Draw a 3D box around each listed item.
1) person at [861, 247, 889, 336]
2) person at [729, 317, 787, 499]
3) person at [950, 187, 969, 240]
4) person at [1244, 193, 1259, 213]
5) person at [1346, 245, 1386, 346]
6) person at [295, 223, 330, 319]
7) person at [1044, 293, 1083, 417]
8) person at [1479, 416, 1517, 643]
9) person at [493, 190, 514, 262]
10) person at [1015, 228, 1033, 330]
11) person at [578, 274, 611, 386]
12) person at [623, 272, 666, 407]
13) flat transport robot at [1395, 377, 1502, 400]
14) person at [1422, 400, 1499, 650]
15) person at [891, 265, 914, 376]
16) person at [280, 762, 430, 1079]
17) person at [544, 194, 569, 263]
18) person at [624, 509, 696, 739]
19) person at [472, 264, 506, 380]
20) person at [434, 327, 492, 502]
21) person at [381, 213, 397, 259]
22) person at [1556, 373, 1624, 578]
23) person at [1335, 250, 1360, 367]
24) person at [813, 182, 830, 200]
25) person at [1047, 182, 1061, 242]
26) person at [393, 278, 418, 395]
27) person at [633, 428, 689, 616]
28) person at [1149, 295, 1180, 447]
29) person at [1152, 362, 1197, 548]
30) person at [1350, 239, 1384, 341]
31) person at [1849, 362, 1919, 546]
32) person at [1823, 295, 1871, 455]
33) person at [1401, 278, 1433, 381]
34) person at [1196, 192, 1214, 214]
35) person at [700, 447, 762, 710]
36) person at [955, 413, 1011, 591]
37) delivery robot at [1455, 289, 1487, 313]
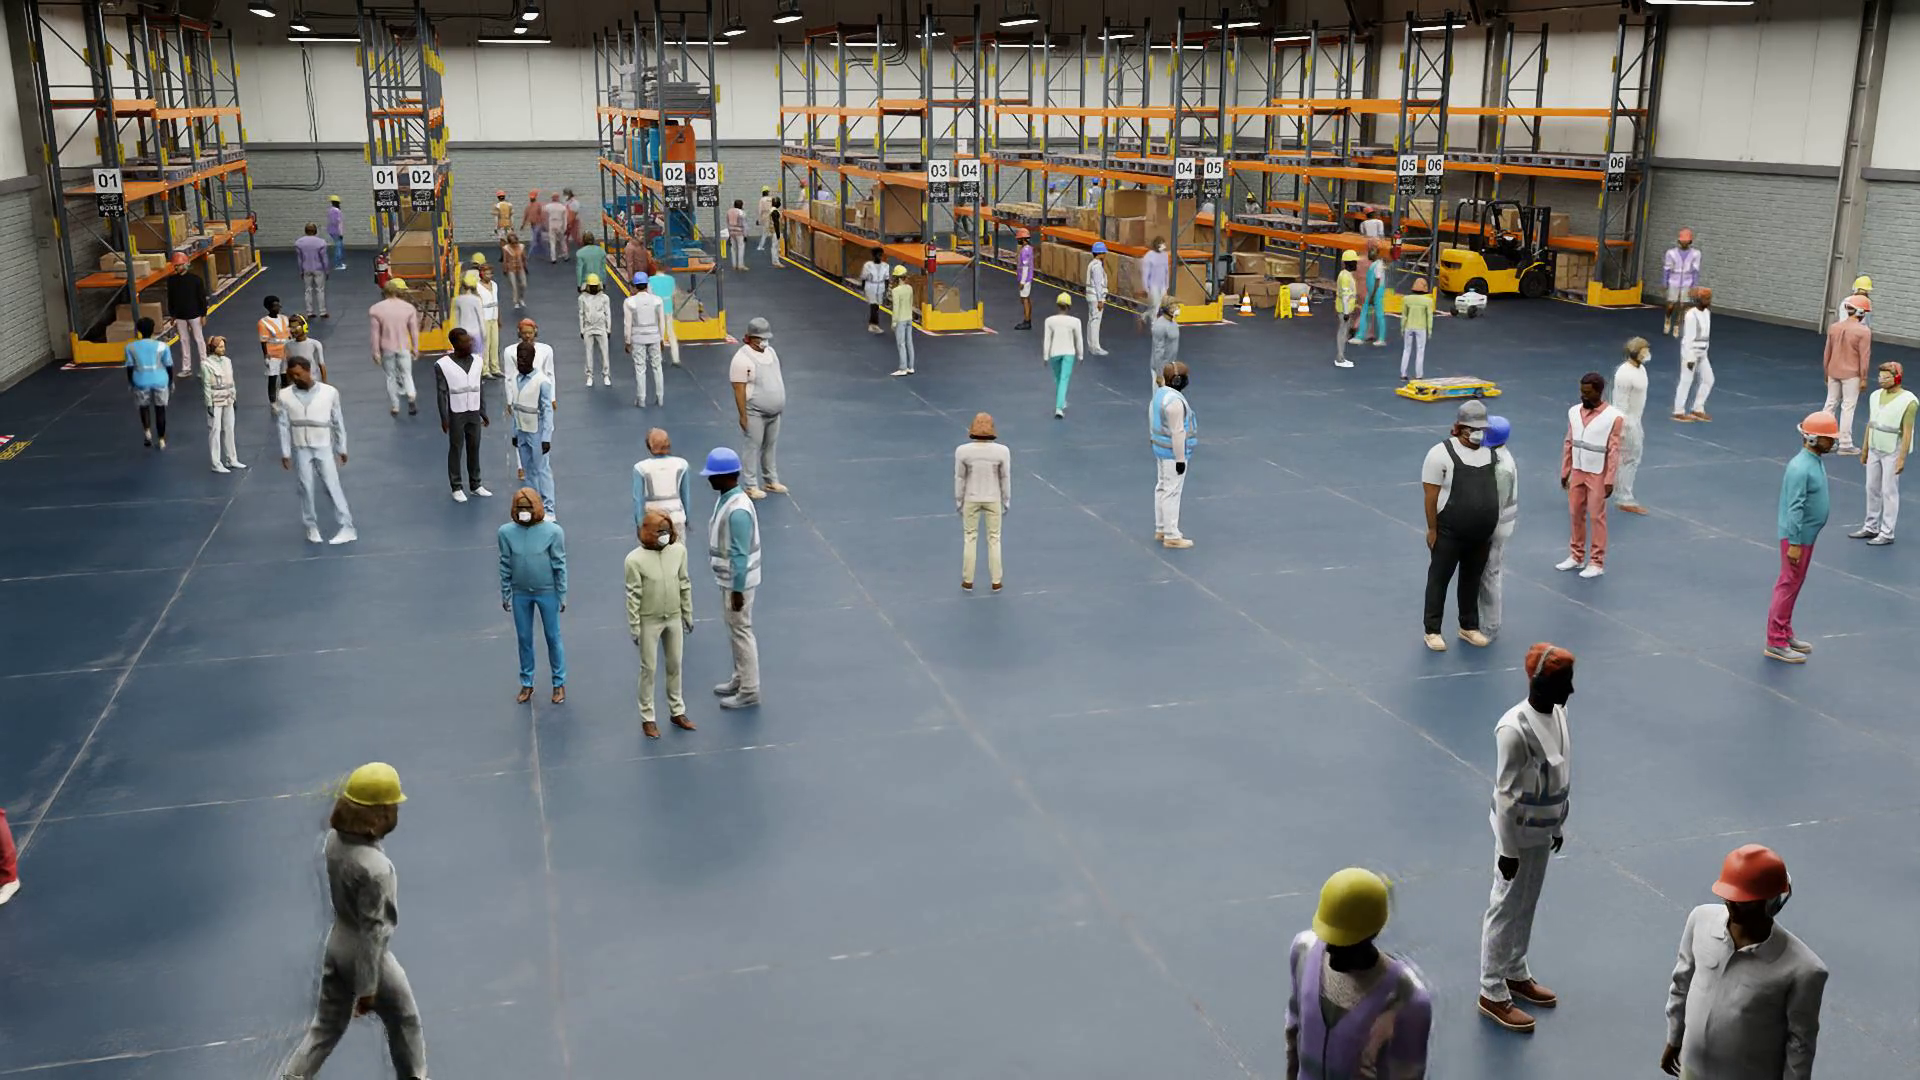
[{"bbox_3d":[-1.619,-4.713,31.409,0.536,1.656,0.815,-8,17,-27],"label":"person"},{"bbox_3d":[-2.205,-1.486,18.529,0.536,2.000,0.684,9,17,31],"label":"person"},{"bbox_3d":[-0.018,-10.299,52.200,0.586,1.774,0.946,12,19,38],"label":"person"},{"bbox_3d":[8.327,-9.071,47.641,0.487,1.744,0.314,14,20,42],"label":"person"},{"bbox_3d":[7.349,-4.379,29.889,0.823,1.791,0.498,-4,15,-14],"label":"person"},{"bbox_3d":[-13.040,-5.420,33.558,0.622,1.932,0.368,-1,15,-2],"label":"person"},{"bbox_3d":[1.443,-2.600,23.355,0.532,1.729,0.927,4,15,15],"label":"person"},{"bbox_3d":[4.356,-0.116,13.658,0.376,1.909,0.766,3,15,12],"label":"person"},{"bbox_3d":[-12.451,-8.564,45.381,0.543,1.928,0.373,-11,18,-35],"label":"person"},{"bbox_3d":[1.219,-5.021,32.029,0.365,1.935,0.553,3,15,11],"label":"person"},{"bbox_3d":[-5.651,-3.254,25.769,0.485,1.737,0.322,-3,15,-9],"label":"person"},{"bbox_3d":[-4.544,-2.886,23.982,0.605,1.943,0.402,-7,16,-24],"label":"person"},{"bbox_3d":[7.316,-2.277,24.896,1.431,0.197,0.652,-5,16,-19],"label":"flat transport robot"},{"bbox_3d":[4.079,-0.120,13.388,0.681,2.000,0.538,-4,15,-15],"label":"person"},{"bbox_3d":[-0.945,-3.521,26.714,0.331,1.768,0.527,9,17,31],"label":"person"},{"bbox_3d":[-2.585,1.766,6.962,0.866,1.694,0.515,-14,20,-42],"label":"person"},{"bbox_3d":[-10.935,-8.444,45.088,0.646,1.856,0.977,-1,15,-2],"label":"person"},{"bbox_3d":[-2.085,0.574,11.579,0.502,1.625,0.294,-13,20,-40],"label":"person"},{"bbox_3d":[-7.489,-3.450,26.329,0.410,1.831,0.567,6,16,20],"label":"person"},{"bbox_3d":[-5.507,-1.399,18.431,0.379,1.920,0.596,12,19,37],"label":"person"},{"bbox_3d":[-15.835,-8.717,46.119,0.430,1.845,0.619,-9,18,-31],"label":"person"},{"bbox_3d":[5.886,-0.620,15.532,0.398,1.907,0.600,-8,17,-28],"label":"person"},{"bbox_3d":[6.413,-3.841,27.603,0.361,1.930,0.587,3,15,12],"label":"person"},{"bbox_3d":[-4.254,-10.142,51.394,0.629,1.890,0.603,-7,16,-25],"label":"person"},{"bbox_3d":[2.704,-9.778,49.955,0.634,1.918,0.740,8,17,29],"label":"person"},{"bbox_3d":[-8.421,-3.069,25.055,0.320,1.742,0.492,-10,18,-34],"label":"person"},{"bbox_3d":[-2.567,-0.153,14.334,0.525,1.613,0.560,-7,16,-24],"label":"person"},{"bbox_3d":[2.623,-2.158,21.253,0.379,1.940,0.629,7,16,23],"label":"person"},{"bbox_3d":[2.127,-0.852,16.523,0.429,1.847,0.627,-2,15,-8],"label":"person"},{"bbox_3d":[7.410,-4.540,30.340,0.740,1.883,0.637,-9,17,-31],"label":"person"},{"bbox_3d":[9.248,-0.866,16.604,0.400,1.832,0.574,-3,15,-12],"label":"person"},{"bbox_3d":[11.102,-2.065,20.816,0.399,1.984,0.610,-6,16,-21],"label":"person"},{"bbox_3d":[7.172,-3.292,26.125,0.509,1.626,0.285,10,18,34],"label":"person"},{"bbox_3d":[7.029,-9.144,47.926,0.586,1.730,0.523,-6,16,-21],"label":"person"},{"bbox_3d":[-1.660,0.269,12.132,0.420,1.937,0.607,-4,15,-15],"label":"person"},{"bbox_3d":[0.206,-0.338,15.006,0.502,1.627,0.271,0,15,1],"label":"person"},{"bbox_3d":[10.452,-4.885,33.988,0.707,0.478,0.477,-12,19,-38],"label":"delivery robot"}]
